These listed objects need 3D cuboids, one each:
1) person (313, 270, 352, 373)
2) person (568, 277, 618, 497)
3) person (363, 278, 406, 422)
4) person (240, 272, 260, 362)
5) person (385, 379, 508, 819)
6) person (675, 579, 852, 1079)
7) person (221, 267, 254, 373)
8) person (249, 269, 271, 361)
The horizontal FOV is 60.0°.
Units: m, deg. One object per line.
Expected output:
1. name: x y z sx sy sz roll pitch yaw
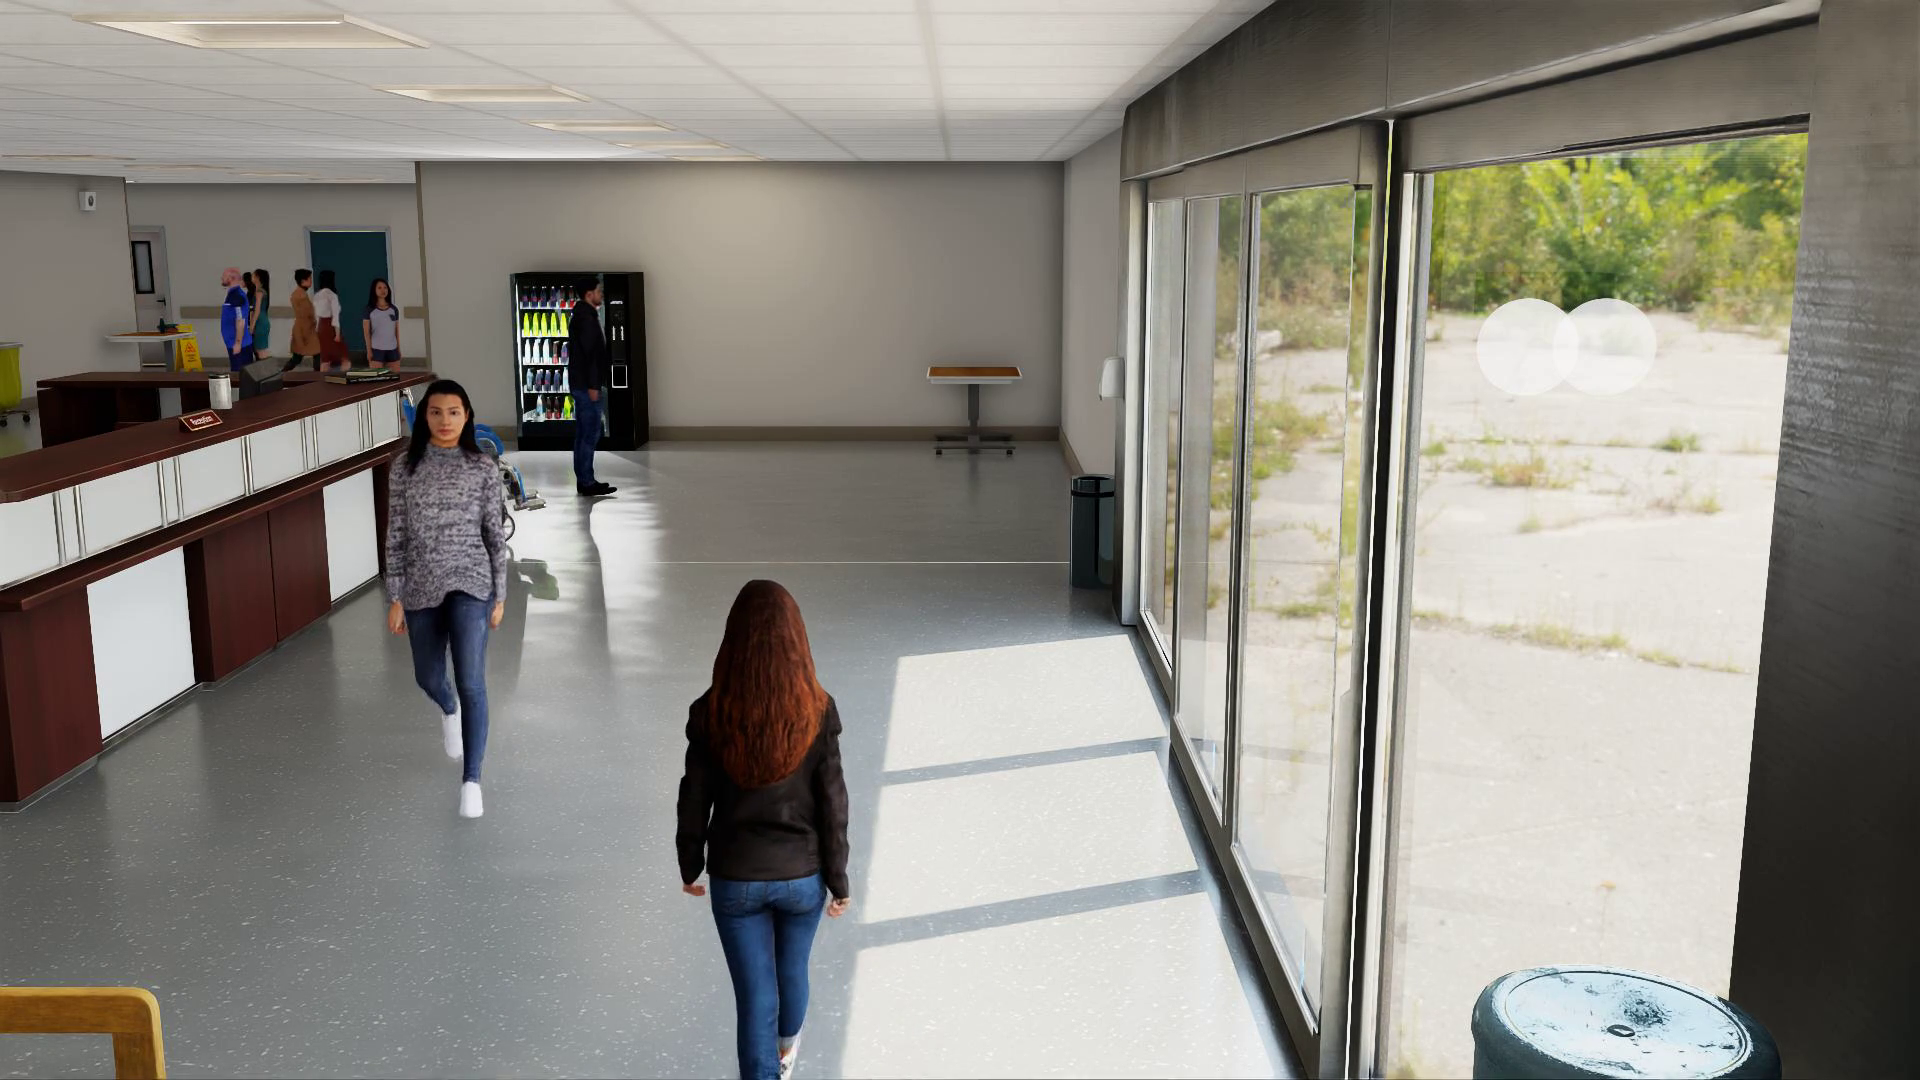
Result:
1. person: -8.360 -2.661 21.860 0.787 1.728 0.860 7 13 31
2. person: -3.258 -1.345 14.484 0.716 1.893 0.748 -4 12 -22
3. person: -6.895 -2.277 19.897 0.734 1.707 0.675 10 15 44
4. person: -10.547 -3.188 24.885 0.674 1.637 0.672 -3 11 -17
5. person: -2.078 0.216 6.772 1.076 1.702 0.775 -2 11 -8
6. person: -0.475 0.854 4.102 0.938 1.444 0.760 -2 11 -10
7. person: -8.618 -2.338 19.855 0.744 1.841 0.755 -6 12 -28
8. person: -10.213 -3.126 24.430 0.658 1.684 0.652 -4 11 -19
